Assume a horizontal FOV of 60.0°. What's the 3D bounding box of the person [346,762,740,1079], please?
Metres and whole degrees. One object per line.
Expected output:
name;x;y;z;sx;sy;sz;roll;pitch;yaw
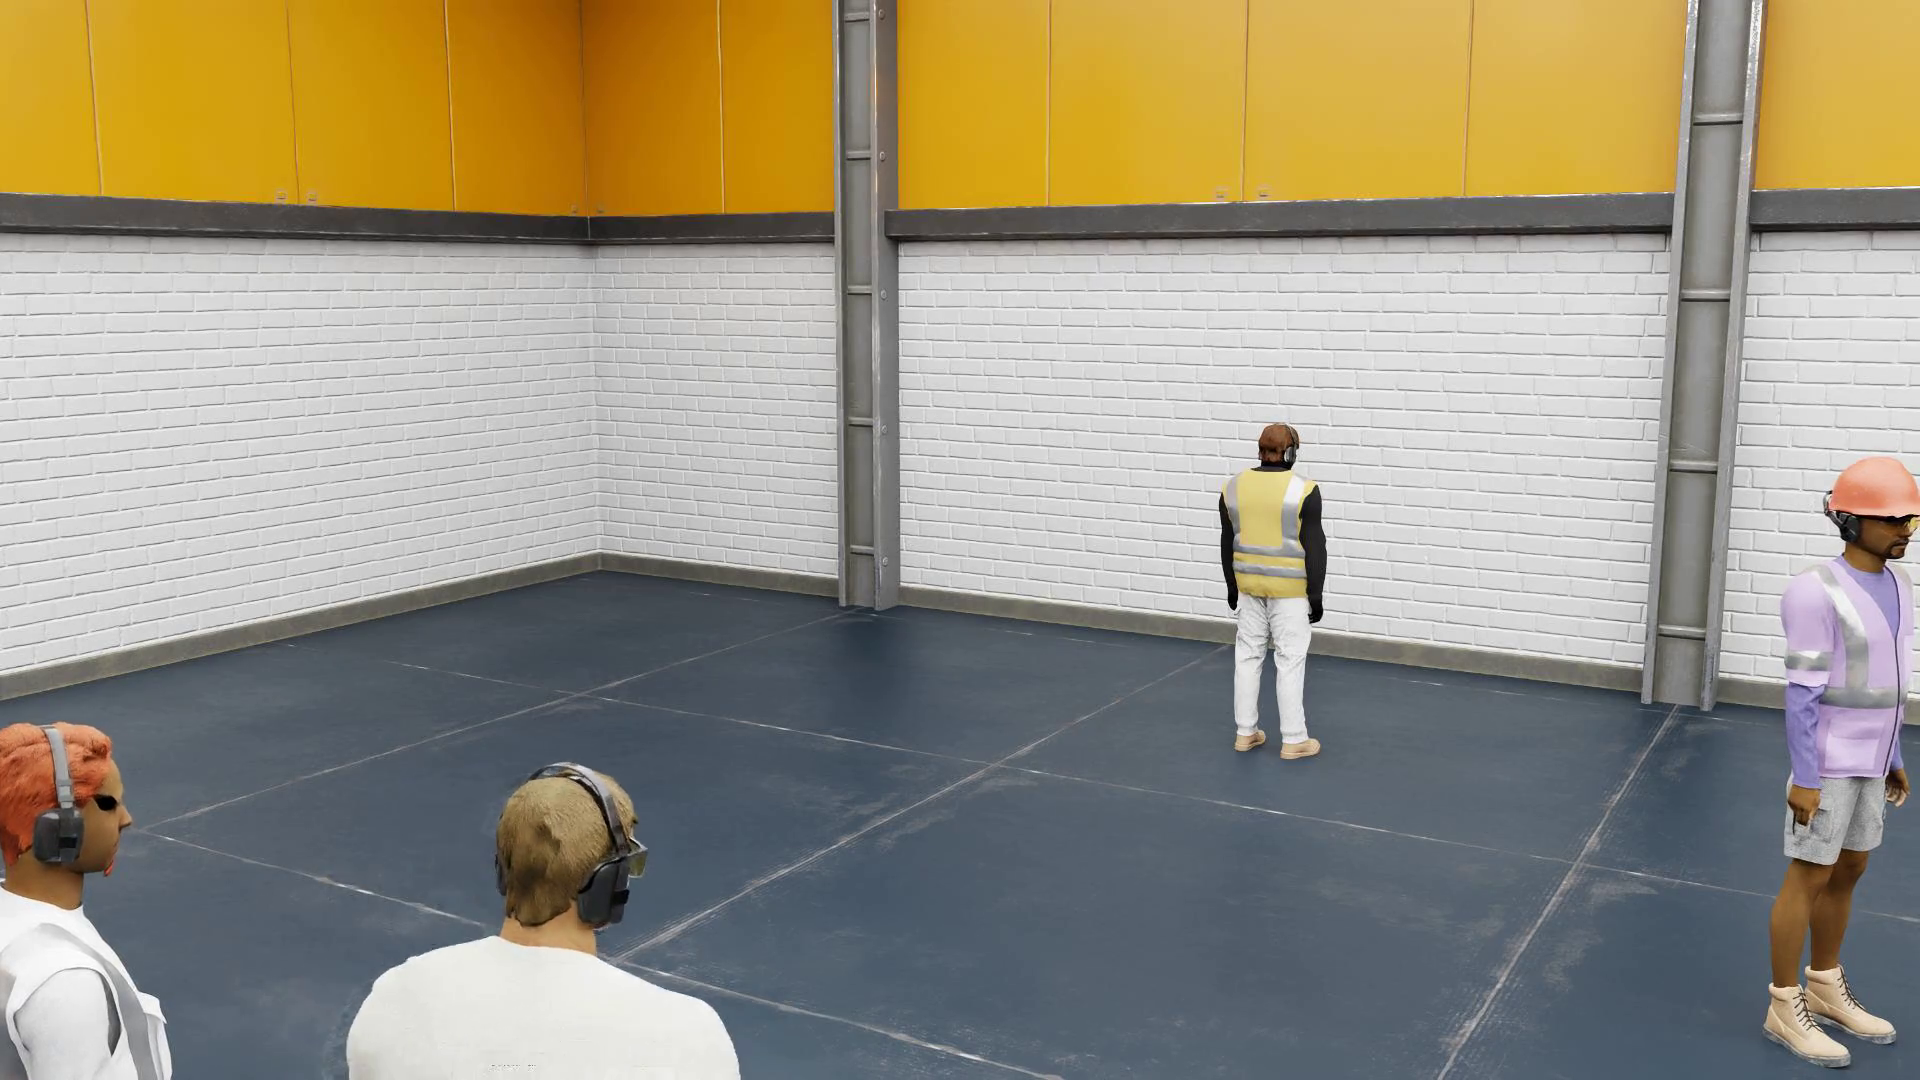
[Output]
person;-0.599;1.276;2.710;0.633;1.891;0.992;4;10;22

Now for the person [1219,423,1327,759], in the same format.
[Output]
person;1.732;0.276;9.131;0.621;1.841;0.429;7;12;39

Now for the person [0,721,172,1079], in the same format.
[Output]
person;-1.557;1.243;2.947;0.356;1.885;0.572;-9;13;-44

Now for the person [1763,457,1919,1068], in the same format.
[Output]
person;3.017;0.735;5.625;0.605;2.045;0.376;-6;11;-33
